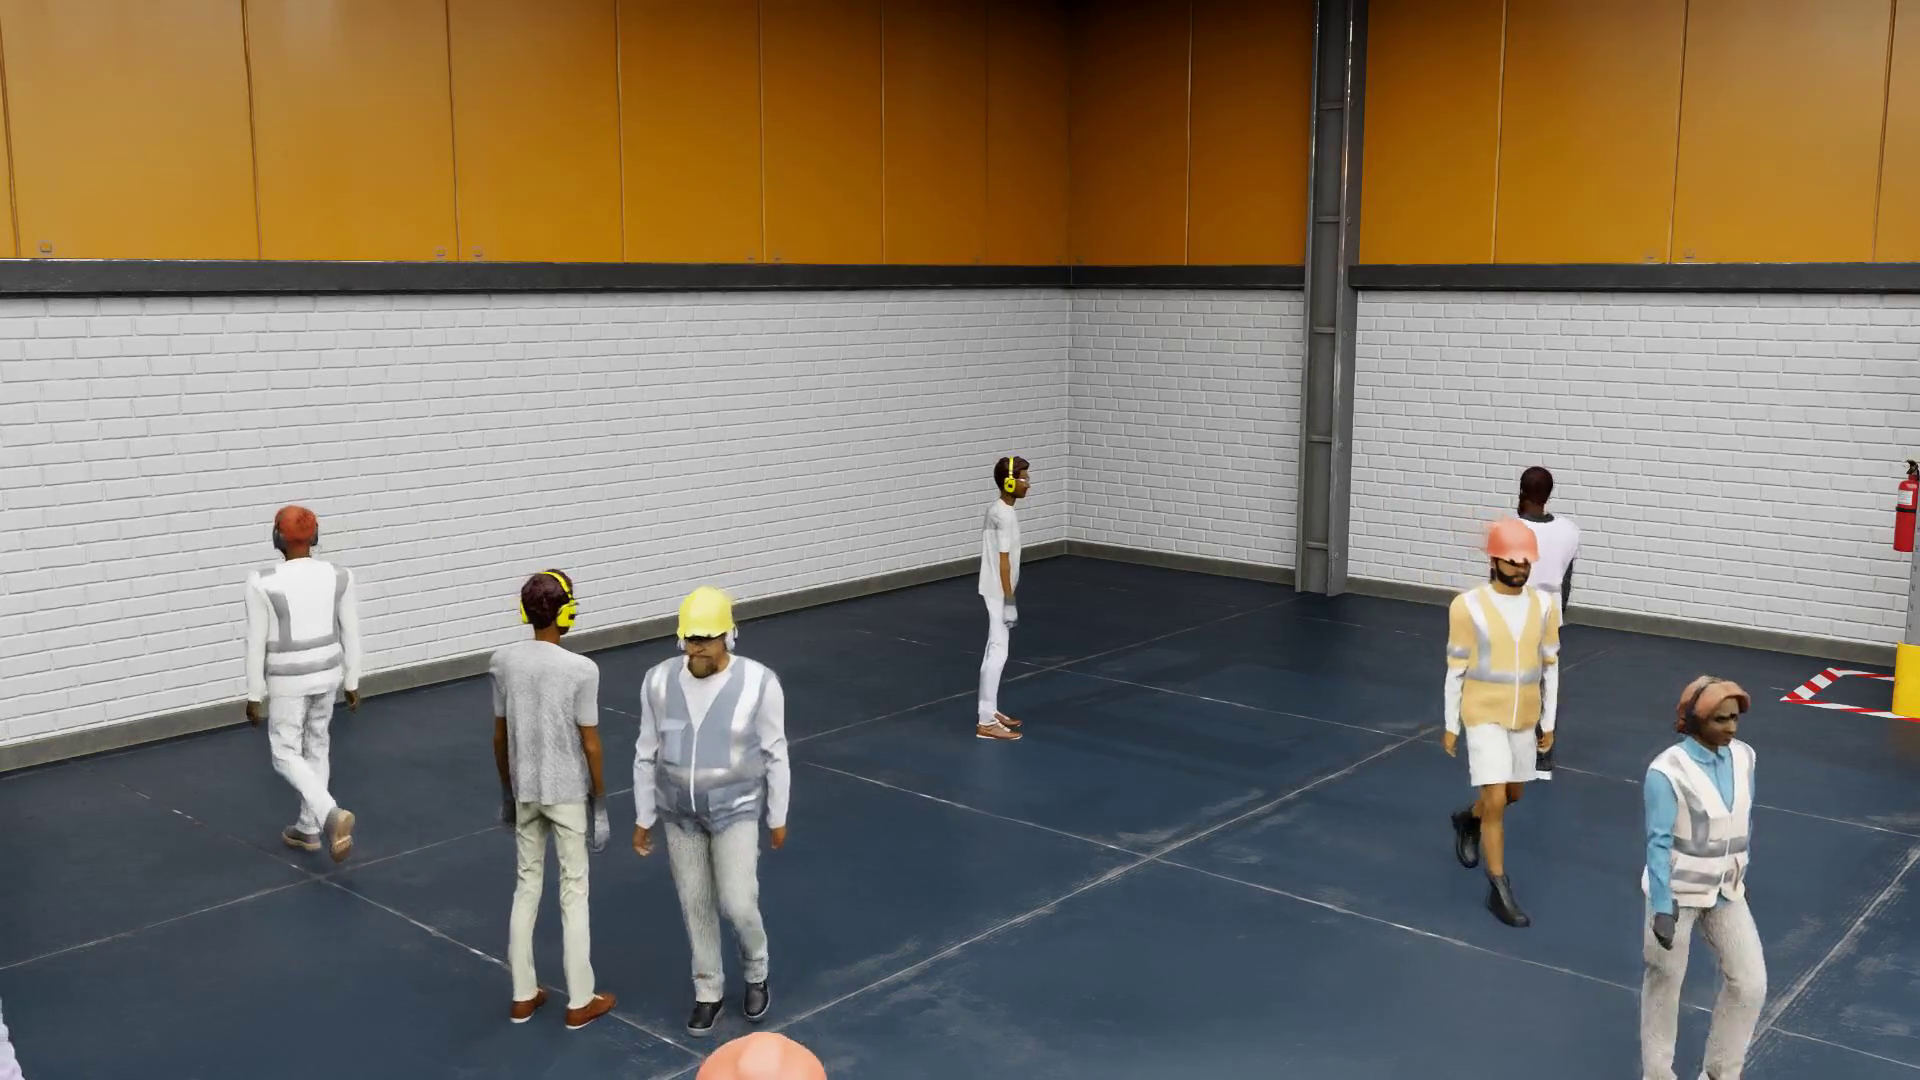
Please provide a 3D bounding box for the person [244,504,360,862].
[{"bbox_3d":[-3.355,0.749,8.572,0.736,1.867,0.589,8,12,41],"label":"person"}]

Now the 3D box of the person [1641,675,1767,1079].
[{"bbox_3d":[2.661,1.291,5.894,0.552,1.620,0.529,-4,10,-23],"label":"person"}]

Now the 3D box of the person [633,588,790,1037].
[{"bbox_3d":[-0.997,1.075,6.656,0.608,1.815,0.407,2,9,12],"label":"person"}]

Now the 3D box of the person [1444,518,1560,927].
[{"bbox_3d":[2.587,0.814,8.052,0.548,1.909,0.878,-1,9,-9],"label":"person"}]

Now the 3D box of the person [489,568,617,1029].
[{"bbox_3d":[-1.666,1.041,6.735,0.547,1.867,0.326,3,9,17],"label":"person"}]

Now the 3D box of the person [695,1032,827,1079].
[{"bbox_3d":[-0.310,1.654,2.740,0.560,1.914,0.736,1,9,8],"label":"person"}]

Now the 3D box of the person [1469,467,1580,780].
[{"bbox_3d":[3.374,0.525,9.911,0.631,1.902,0.405,-3,10,-19],"label":"person"}]

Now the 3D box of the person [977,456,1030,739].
[{"bbox_3d":[0.281,0.373,10.963,0.351,1.859,0.507,0,9,-1],"label":"person"}]

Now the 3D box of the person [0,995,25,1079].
[{"bbox_3d":[-2.301,1.544,3.557,0.823,1.874,0.667,7,11,36],"label":"person"}]
